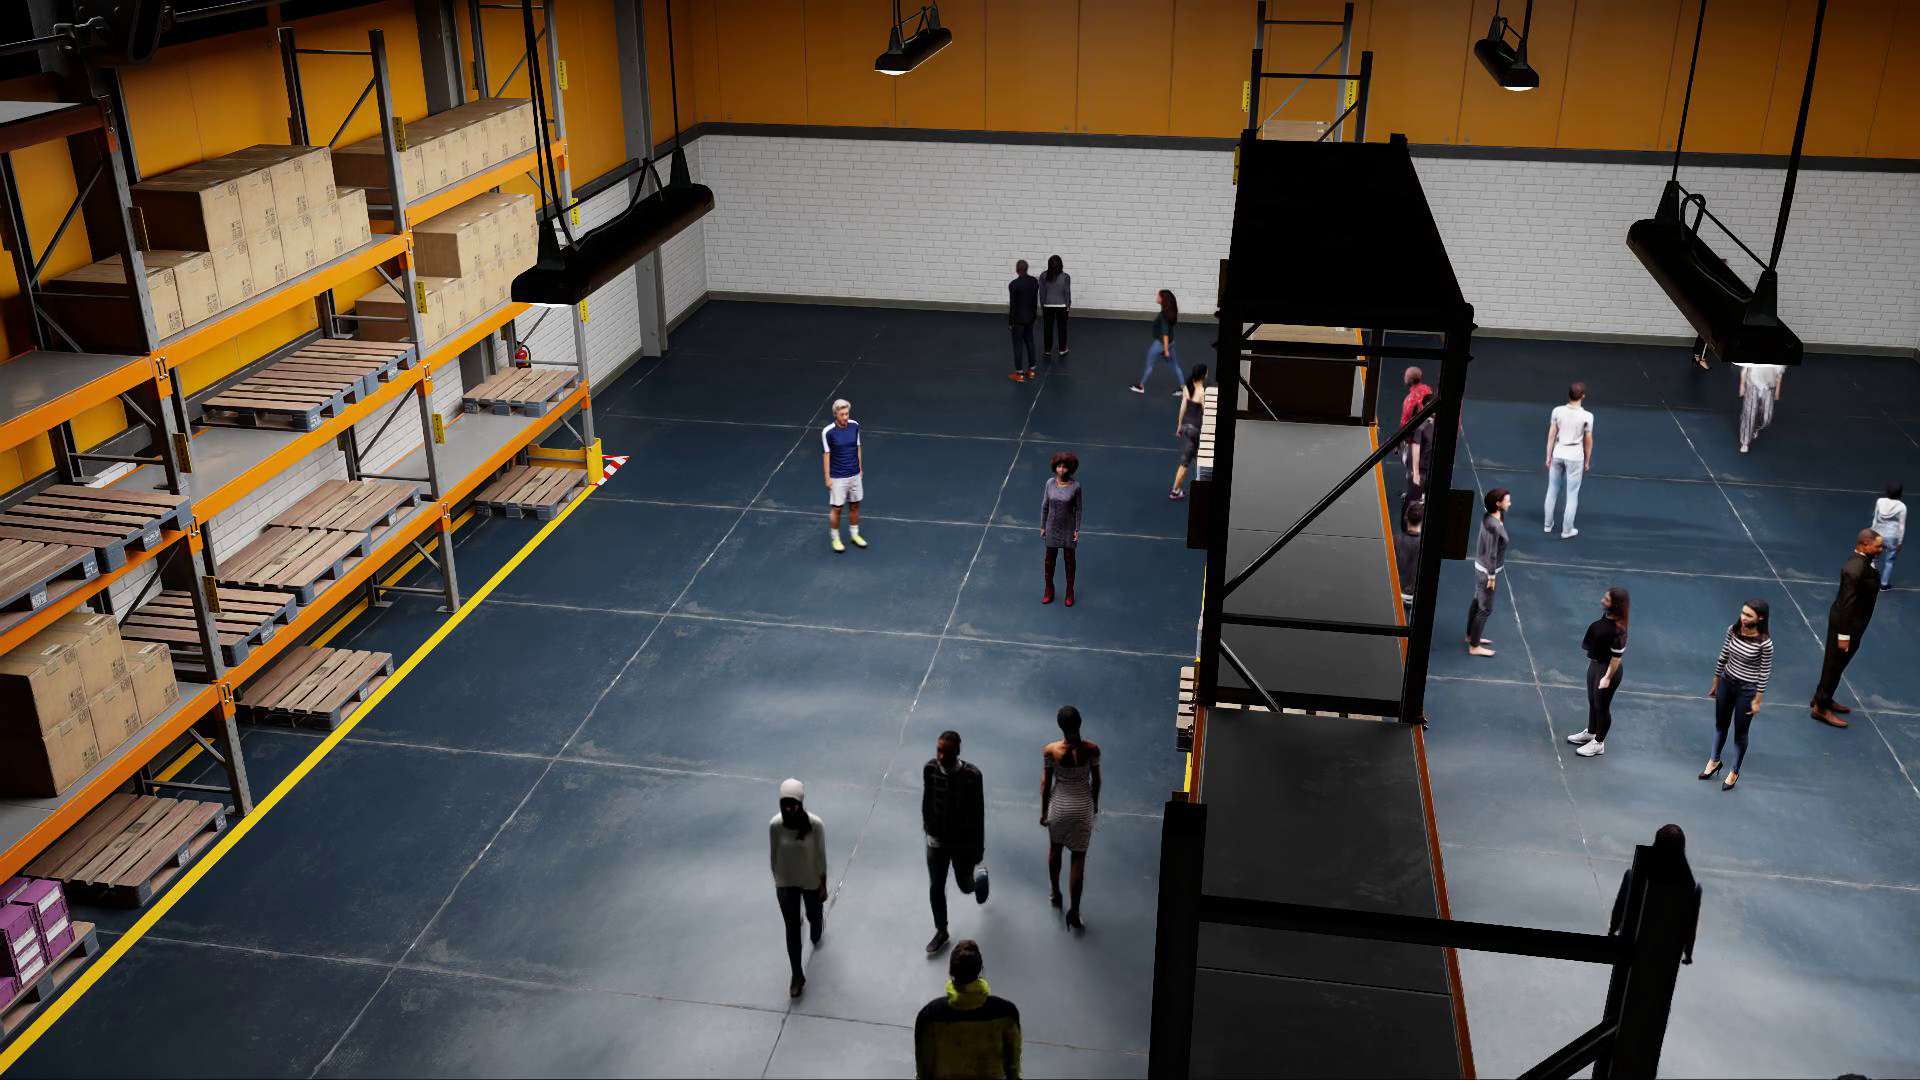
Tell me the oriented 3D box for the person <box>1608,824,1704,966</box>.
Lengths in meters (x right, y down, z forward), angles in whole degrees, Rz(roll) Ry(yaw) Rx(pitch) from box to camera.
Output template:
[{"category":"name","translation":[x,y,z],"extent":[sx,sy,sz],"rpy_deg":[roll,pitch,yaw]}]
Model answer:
[{"category":"person","translation":[4.600,2.741,11.056],"extent":[0.737,1.797,0.776],"rpy_deg":[7,25,16]}]

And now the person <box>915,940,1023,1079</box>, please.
[{"category":"person","translation":[0.060,3.275,9.645],"extent":[0.876,1.949,1.065],"rpy_deg":[1,24,2]}]

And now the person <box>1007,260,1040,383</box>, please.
[{"category":"person","translation":[0.936,-3.283,24.813],"extent":[0.770,1.817,0.842],"rpy_deg":[-17,29,-34]}]

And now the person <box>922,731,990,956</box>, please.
[{"category":"person","translation":[-0.018,2.169,12.359],"extent":[0.820,1.801,1.083],"rpy_deg":[10,26,22]}]

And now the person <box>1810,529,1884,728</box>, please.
[{"category":"person","translation":[8.221,0.778,15.413],"extent":[0.832,1.904,0.700],"rpy_deg":[15,28,30]}]

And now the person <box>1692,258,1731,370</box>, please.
[{"category":"person","translation":[11.449,-3.457,25.351],"extent":[0.702,1.704,0.516],"rpy_deg":[0,24,-1]}]

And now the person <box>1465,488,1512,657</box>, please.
[{"category":"person","translation":[5.288,0.296,16.684],"extent":[0.643,1.770,0.458],"rpy_deg":[3,24,7]}]

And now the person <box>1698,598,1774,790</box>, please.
[{"category":"person","translation":[6.704,1.316,14.320],"extent":[0.717,1.795,0.645],"rpy_deg":[-14,27,-29]}]

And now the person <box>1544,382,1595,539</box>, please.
[{"category":"person","translation":[7.089,-0.938,19.403],"extent":[0.739,1.853,0.739],"rpy_deg":[17,29,34]}]

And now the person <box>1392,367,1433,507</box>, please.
[{"category":"person","translation":[5.595,-1.212,20.107],"extent":[0.838,1.791,0.939],"rpy_deg":[-19,30,-37]}]

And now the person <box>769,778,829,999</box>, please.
[{"category":"person","translation":[-1.137,2.426,11.989],"extent":[0.673,1.628,1.017],"rpy_deg":[1,24,2]}]

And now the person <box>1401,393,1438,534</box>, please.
[{"category":"person","translation":[5.270,-0.832,19.181],"extent":[0.807,1.837,0.865],"rpy_deg":[-15,28,-31]}]

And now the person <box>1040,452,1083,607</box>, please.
[{"category":"person","translation":[1.081,-0.125,17.719],"extent":[0.598,1.711,0.554],"rpy_deg":[7,24,15]}]

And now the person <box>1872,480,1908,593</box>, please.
[{"category":"person","translation":[10.082,-0.054,18.120],"extent":[0.647,1.261,0.589],"rpy_deg":[-17,29,-34]}]

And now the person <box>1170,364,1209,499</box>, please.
[{"category":"person","translation":[2.792,-1.306,20.439],"extent":[1.060,1.699,1.015],"rpy_deg":[-15,28,-31]}]

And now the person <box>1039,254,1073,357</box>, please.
[{"category":"person","translation":[1.495,-3.681,25.997],"extent":[0.670,1.597,0.657],"rpy_deg":[6,24,12]}]

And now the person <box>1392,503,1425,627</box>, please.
[{"category":"person","translation":[4.329,0.515,16.101],"extent":[0.655,1.835,0.523],"rpy_deg":[5,24,11]}]

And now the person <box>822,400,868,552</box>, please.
[{"category":"person","translation":[-1.335,-0.768,19.043],"extent":[0.728,1.829,0.788],"rpy_deg":[-16,28,-32]}]

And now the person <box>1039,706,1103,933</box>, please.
[{"category":"person","translation":[0.839,2.110,12.489],"extent":[0.617,1.805,0.704],"rpy_deg":[5,24,11]}]

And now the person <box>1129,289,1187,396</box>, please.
[{"category":"person","translation":[3.034,-2.814,24.043],"extent":[0.833,1.573,1.100],"rpy_deg":[10,25,21]}]

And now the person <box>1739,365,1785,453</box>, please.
[{"category":"person","translation":[10.633,-2.015,22.104],"extent":[0.780,1.663,0.973],"rpy_deg":[9,25,19]}]

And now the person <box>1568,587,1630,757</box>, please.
[{"category":"person","translation":[5.761,1.159,14.874],"extent":[0.695,1.638,0.563],"rpy_deg":[1,24,1]}]
